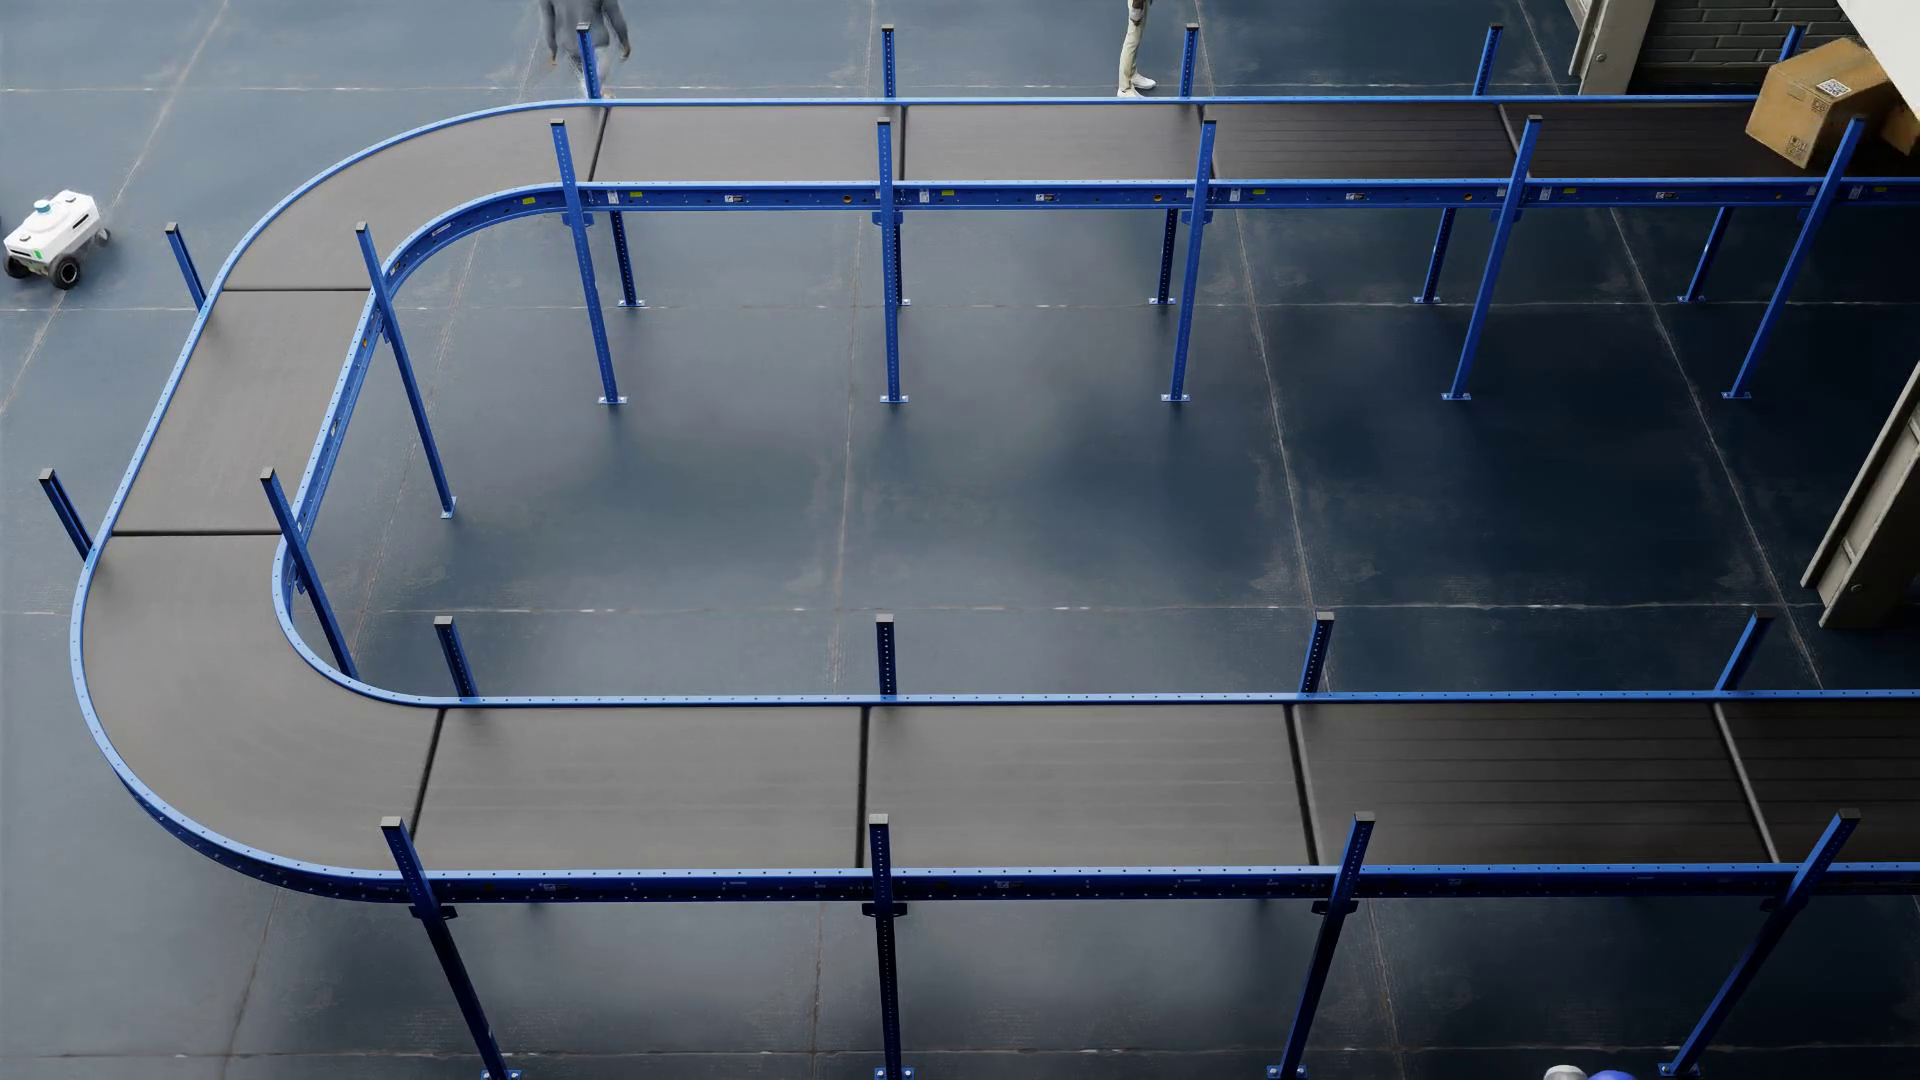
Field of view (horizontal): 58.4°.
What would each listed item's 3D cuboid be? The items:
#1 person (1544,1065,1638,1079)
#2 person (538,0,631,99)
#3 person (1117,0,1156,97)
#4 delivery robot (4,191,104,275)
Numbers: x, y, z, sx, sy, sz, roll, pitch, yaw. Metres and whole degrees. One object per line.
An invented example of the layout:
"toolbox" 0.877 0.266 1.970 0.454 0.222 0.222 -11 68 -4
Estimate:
"person" 2.534 2.776 7.357 0.409 1.943 0.614 4 47 4
"person" -2.975 -3.992 13.721 0.647 1.882 1.042 5 47 4
"person" 1.516 -4.516 14.215 0.329 1.872 0.508 11 48 10
"delivery robot" -6.887 -2.360 13.053 0.477 0.478 0.707 14 48 13
